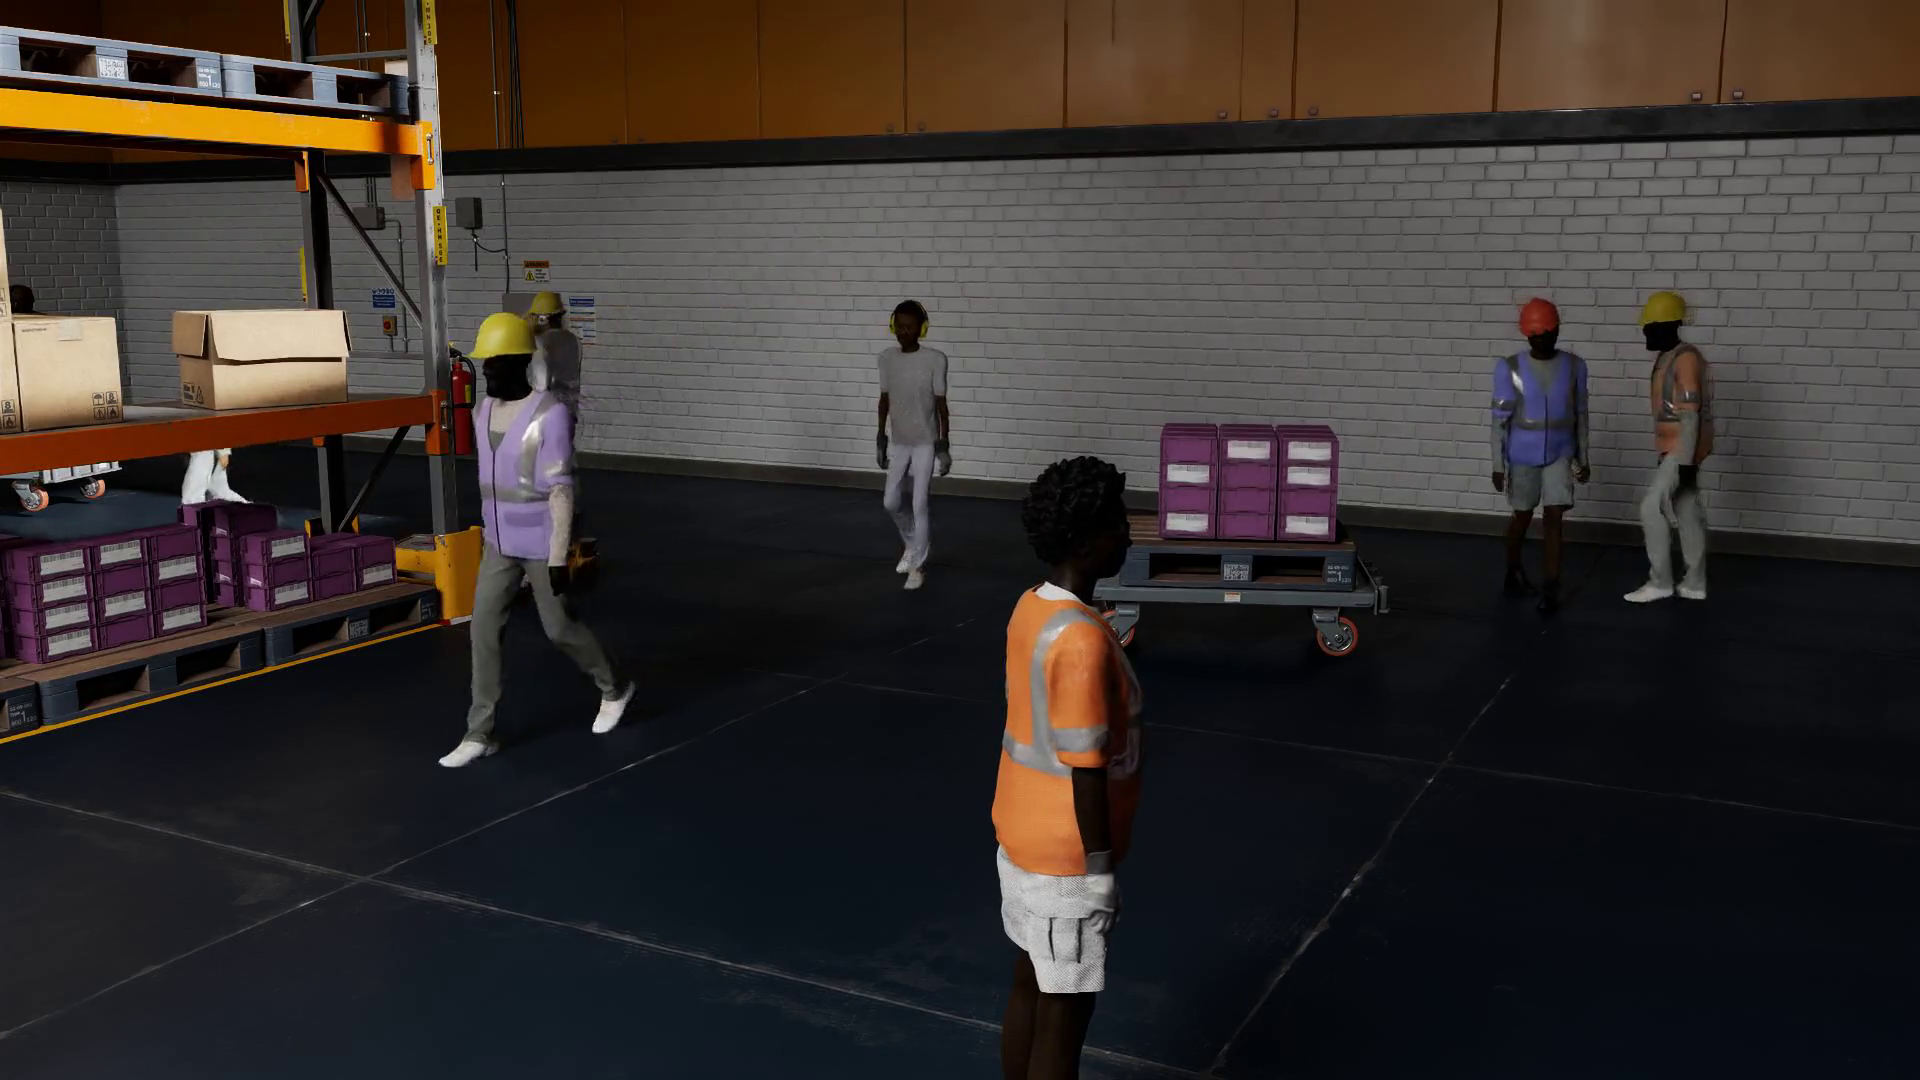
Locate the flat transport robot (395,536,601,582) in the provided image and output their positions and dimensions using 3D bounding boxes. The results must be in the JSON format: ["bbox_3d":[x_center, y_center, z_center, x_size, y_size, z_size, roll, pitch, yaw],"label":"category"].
[{"bbox_3d":[-3.150,0.116,10.920,1.431,0.197,0.652,1,10,4],"label":"flat transport robot"}]

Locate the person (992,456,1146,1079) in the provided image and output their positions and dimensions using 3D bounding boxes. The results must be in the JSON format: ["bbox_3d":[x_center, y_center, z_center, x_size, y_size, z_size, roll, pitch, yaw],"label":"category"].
[{"bbox_3d":[0.238,0.662,3.633,0.321,1.697,0.529,-2,10,-10],"label":"person"}]

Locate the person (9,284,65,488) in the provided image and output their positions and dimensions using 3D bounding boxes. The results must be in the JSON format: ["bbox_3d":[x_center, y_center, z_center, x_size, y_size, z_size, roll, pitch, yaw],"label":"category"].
[{"bbox_3d":[-8.438,-1.385,15.071,0.430,1.844,0.624,3,10,19],"label":"person"}]

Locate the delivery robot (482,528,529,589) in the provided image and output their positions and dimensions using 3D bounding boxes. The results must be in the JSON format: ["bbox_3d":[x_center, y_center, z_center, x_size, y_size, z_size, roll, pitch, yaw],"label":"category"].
[{"bbox_3d":[-2.741,0.066,10.112,0.477,0.478,0.707,-4,11,-22],"label":"delivery robot"}]

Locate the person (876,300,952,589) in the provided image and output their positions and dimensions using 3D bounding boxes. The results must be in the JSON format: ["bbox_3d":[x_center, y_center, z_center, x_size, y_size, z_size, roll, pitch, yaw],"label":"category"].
[{"bbox_3d":[-0.270,-0.615,10.636,0.549,1.841,0.605,5,11,25],"label":"person"}]

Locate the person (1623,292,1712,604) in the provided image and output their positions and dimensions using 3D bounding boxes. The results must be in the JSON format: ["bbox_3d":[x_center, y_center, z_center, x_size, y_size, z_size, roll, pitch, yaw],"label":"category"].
[{"bbox_3d":[4.299,-0.543,10.069,0.599,1.891,0.614,2,10,11],"label":"person"}]

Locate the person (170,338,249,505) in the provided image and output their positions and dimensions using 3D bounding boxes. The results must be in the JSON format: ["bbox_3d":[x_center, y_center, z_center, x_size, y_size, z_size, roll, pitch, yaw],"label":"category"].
[{"bbox_3d":[-5.036,-0.654,11.221,0.843,1.709,0.494,-9,13,-41],"label":"person"}]

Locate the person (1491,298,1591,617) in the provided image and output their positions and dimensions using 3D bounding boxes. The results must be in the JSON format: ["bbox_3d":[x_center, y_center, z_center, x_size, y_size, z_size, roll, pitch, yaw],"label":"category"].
[{"bbox_3d":[3.482,-0.510,9.960,0.614,1.871,0.994,1,10,8],"label":"person"}]

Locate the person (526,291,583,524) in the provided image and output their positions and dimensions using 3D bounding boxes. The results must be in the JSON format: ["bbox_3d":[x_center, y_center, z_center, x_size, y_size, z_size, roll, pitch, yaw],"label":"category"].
[{"bbox_3d":[-3.151,-0.997,12.854,0.404,1.829,0.602,3,10,19],"label":"person"}]

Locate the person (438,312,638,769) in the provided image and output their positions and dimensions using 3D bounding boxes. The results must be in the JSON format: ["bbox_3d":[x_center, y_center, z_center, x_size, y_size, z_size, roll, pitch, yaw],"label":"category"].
[{"bbox_3d":[-1.800,-0.027,7.084,0.598,1.891,0.939,7,12,34],"label":"person"}]
